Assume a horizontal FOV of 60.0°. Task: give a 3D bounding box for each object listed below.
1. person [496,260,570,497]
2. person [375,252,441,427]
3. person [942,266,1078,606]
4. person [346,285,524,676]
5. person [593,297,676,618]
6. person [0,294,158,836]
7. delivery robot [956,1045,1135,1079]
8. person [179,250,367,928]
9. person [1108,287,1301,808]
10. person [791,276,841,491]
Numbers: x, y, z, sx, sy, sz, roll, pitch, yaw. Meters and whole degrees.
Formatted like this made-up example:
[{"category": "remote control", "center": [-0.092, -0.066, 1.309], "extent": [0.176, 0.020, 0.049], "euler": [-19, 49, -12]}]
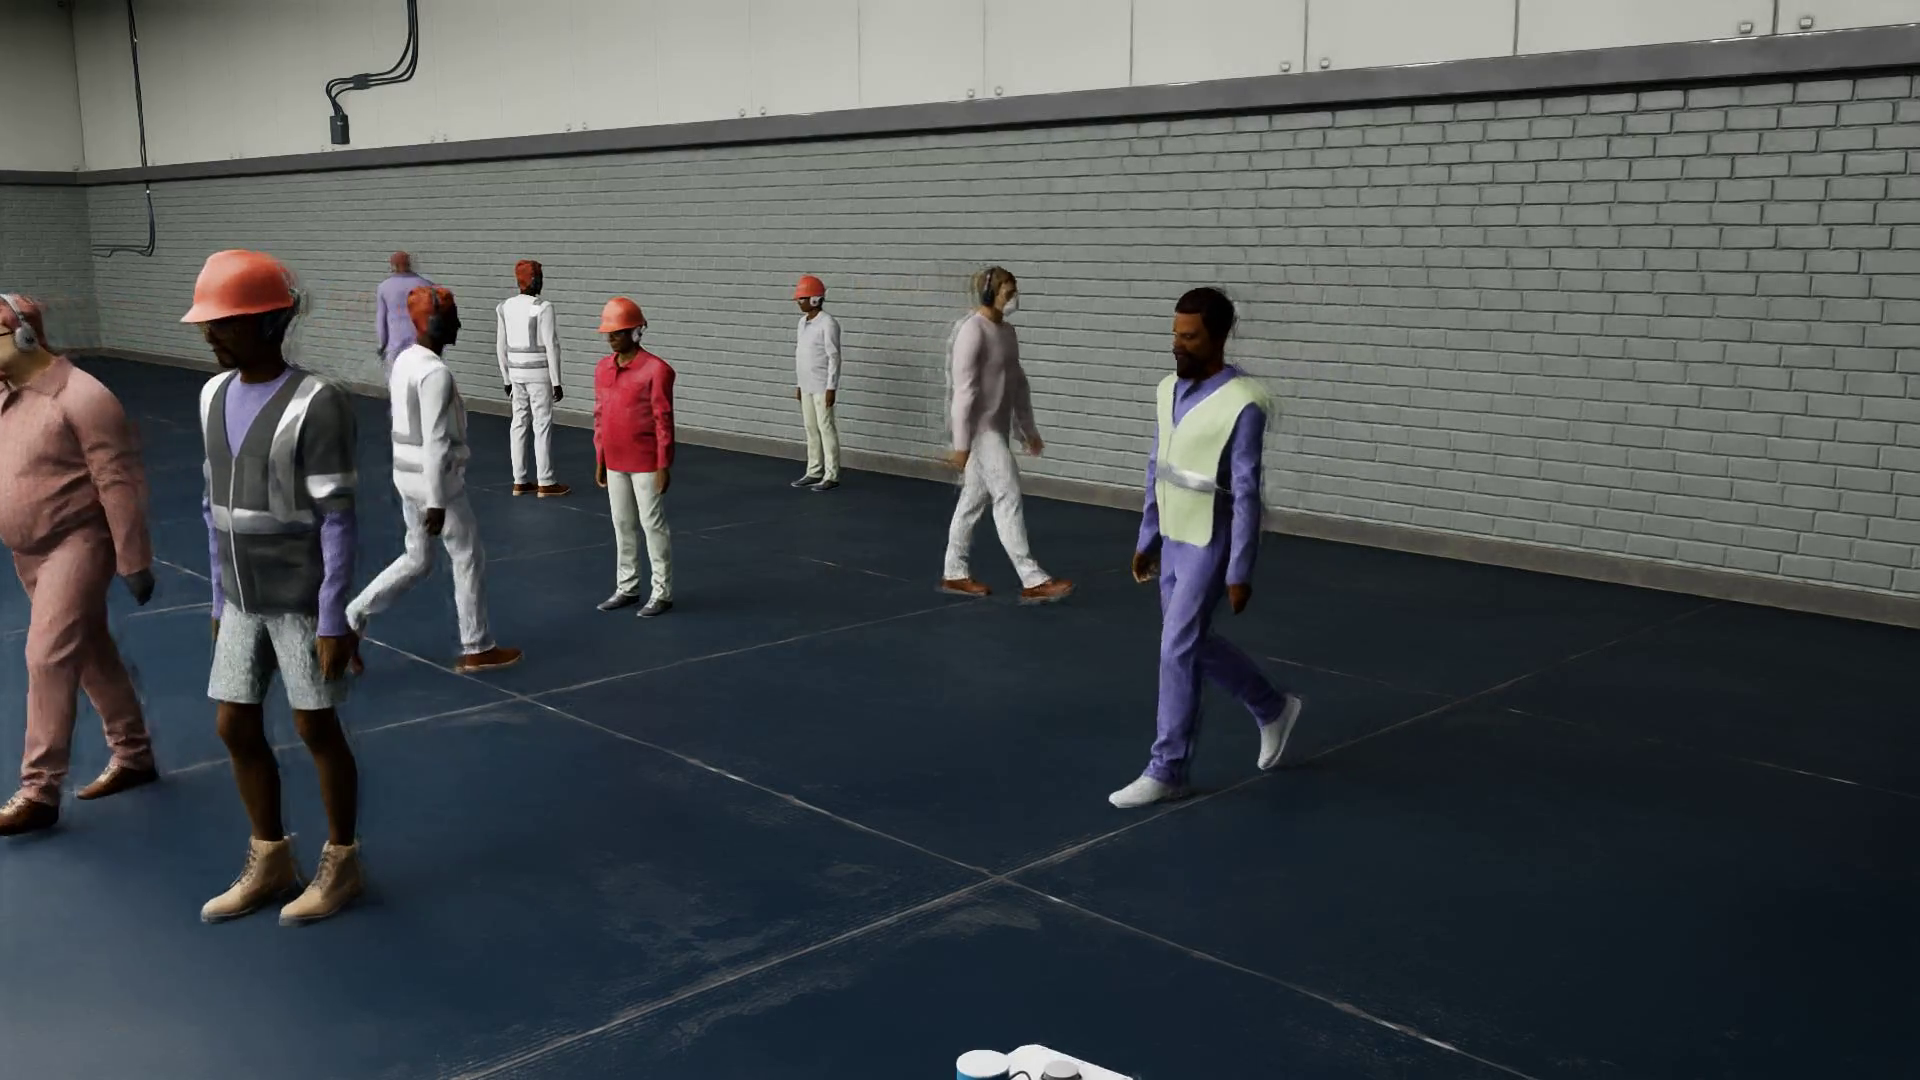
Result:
[{"category": "person", "center": [-3.406, -1.280, 13.250], "extent": [0.586, 1.882, 0.342], "euler": [5, 12, 27]}, {"category": "person", "center": [-5.995, -2.168, 18.097], "extent": [0.696, 1.890, 0.416], "euler": [-3, 11, -18]}, {"category": "person", "center": [0.291, -0.578, 9.395], "extent": [0.950, 1.901, 0.635], "euler": [4, 11, 19]}, {"category": "person", "center": [-2.536, -0.254, 7.742], "extent": [0.864, 1.855, 0.576], "euler": [-7, 13, -34]}, {"category": "person", "center": [-1.803, -0.448, 9.102], "extent": [0.571, 1.743, 0.351], "euler": [7, 13, 34]}, {"category": "person", "center": [-3.291, 0.081, 5.884], "extent": [0.658, 1.865, 0.911], "euler": [6, 12, 29]}, {"category": "delivery robot", "center": [0.044, 1.198, 3.110], "extent": [0.477, 0.478, 0.707], "euler": [8, 13, 37]}, {"category": "person", "center": [-2.071, 0.175, 4.933], "extent": [0.645, 2.029, 0.559], "euler": [5, 12, 27]}, {"category": "person", "center": [0.930, 0.018, 6.135], "extent": [0.822, 1.897, 0.598], "euler": [-4, 11, -20]}, {"category": "person", "center": [-1.190, -1.276, 13.591], "extent": [0.338, 1.748, 0.566], "euler": [-7, 12, -34]}]
